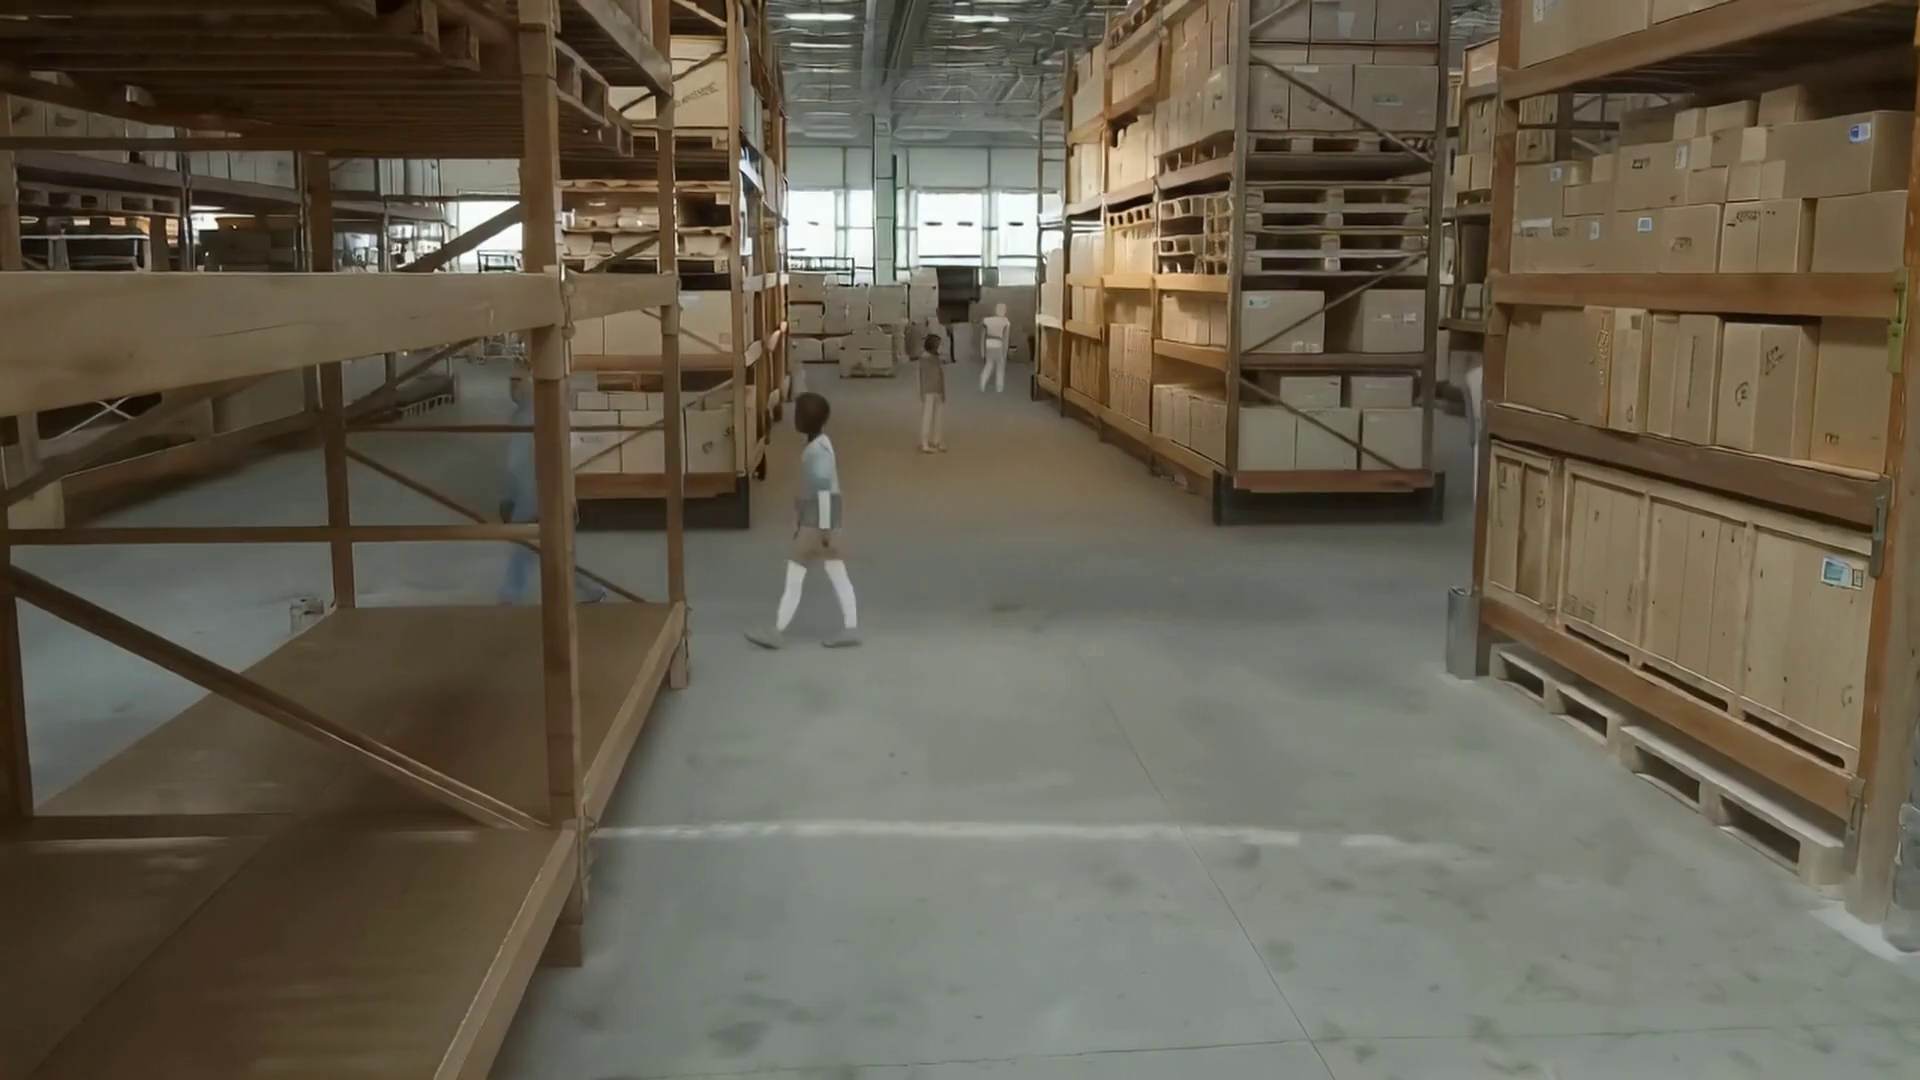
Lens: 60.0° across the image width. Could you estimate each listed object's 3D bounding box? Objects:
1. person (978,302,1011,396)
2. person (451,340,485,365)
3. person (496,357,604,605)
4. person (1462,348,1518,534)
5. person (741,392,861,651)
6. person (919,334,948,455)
[{"bbox_3d":[0.672,-3.804,33.183,0.636,1.878,0.862,8,12,40],"label":"person"},{"bbox_3d":[-13.239,-5.608,44.483,0.876,1.892,0.601,-1,9,-7],"label":"person"},{"bbox_3d":[-2.876,-0.312,11.300,1.013,1.862,0.652,-6,11,-35],"label":"person"},{"bbox_3d":[5.036,-0.963,15.585,0.648,1.789,0.899,6,11,32],"label":"person"},{"bbox_3d":[-1.020,-0.111,10.623,0.837,1.652,0.546,0,9,-2],"label":"person"},{"bbox_3d":[-0.361,-1.961,22.372,0.282,1.625,0.494,7,11,36],"label":"person"}]
